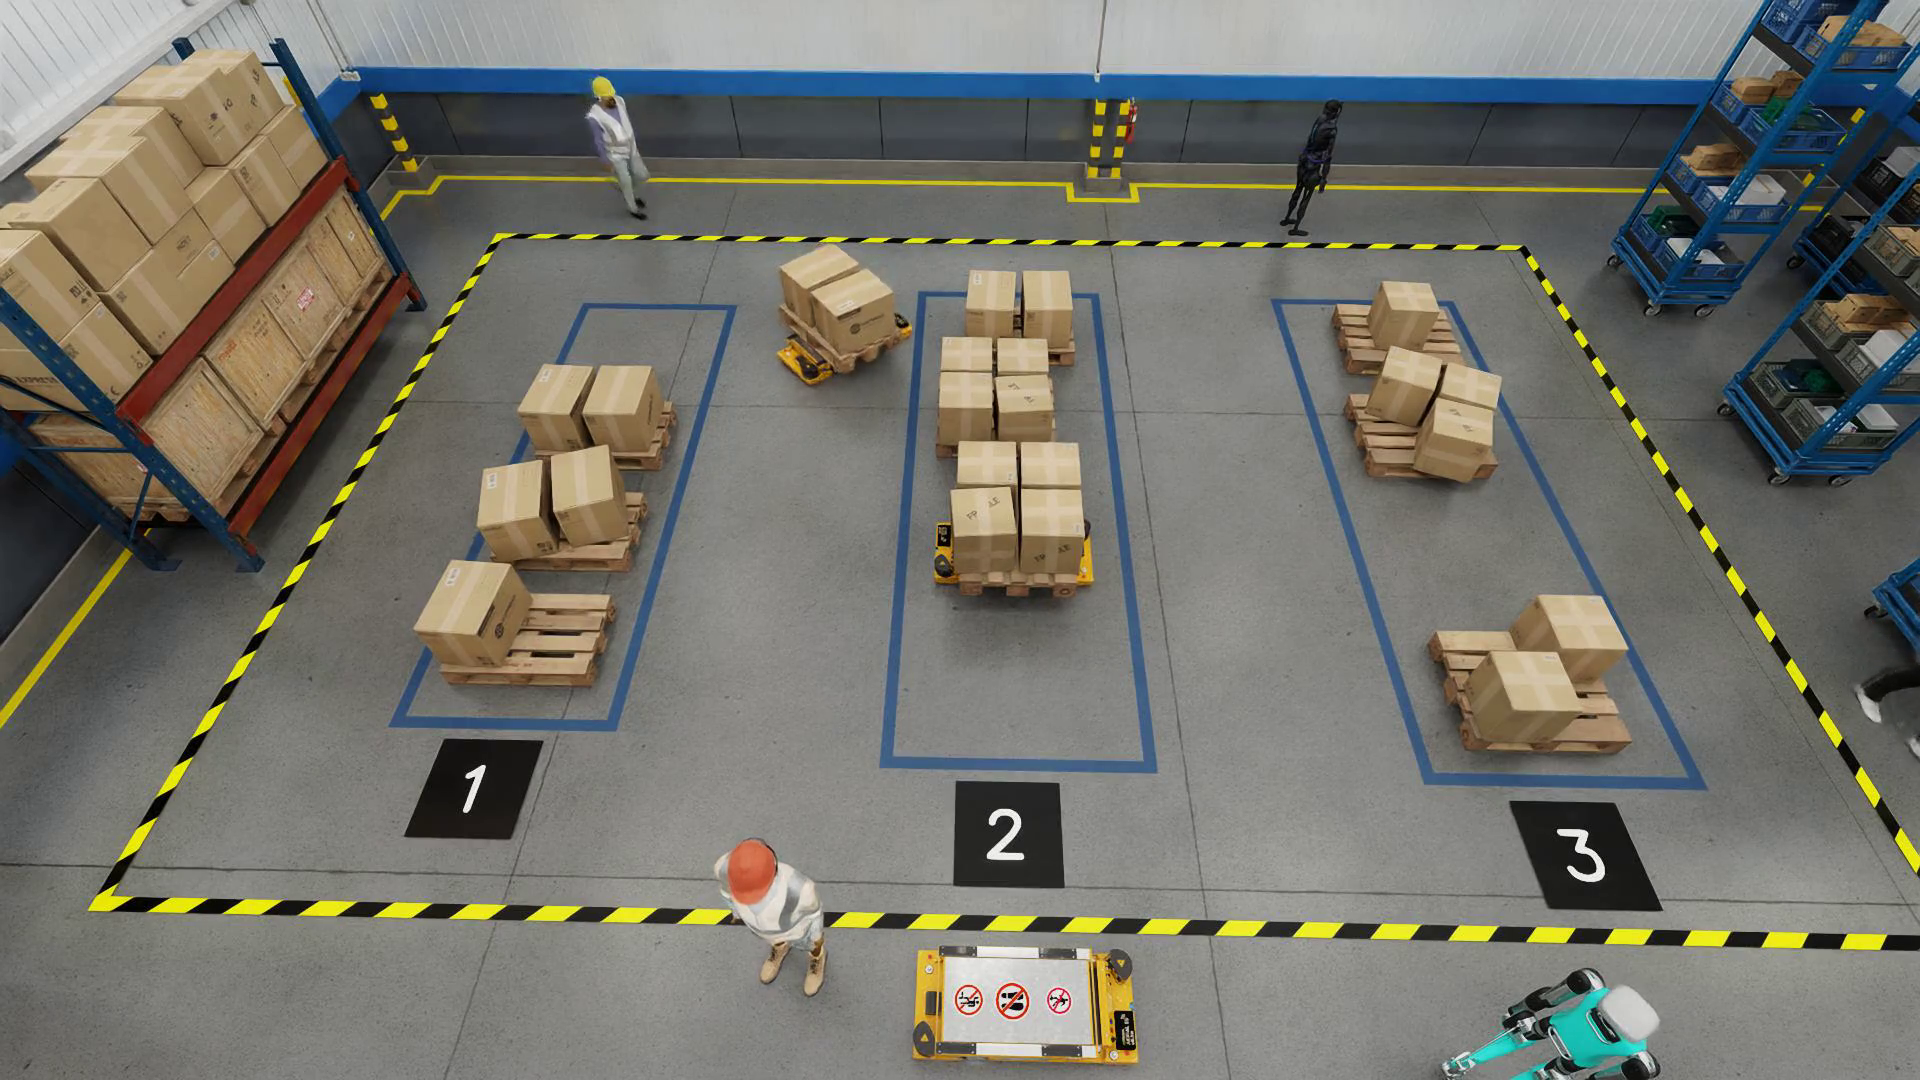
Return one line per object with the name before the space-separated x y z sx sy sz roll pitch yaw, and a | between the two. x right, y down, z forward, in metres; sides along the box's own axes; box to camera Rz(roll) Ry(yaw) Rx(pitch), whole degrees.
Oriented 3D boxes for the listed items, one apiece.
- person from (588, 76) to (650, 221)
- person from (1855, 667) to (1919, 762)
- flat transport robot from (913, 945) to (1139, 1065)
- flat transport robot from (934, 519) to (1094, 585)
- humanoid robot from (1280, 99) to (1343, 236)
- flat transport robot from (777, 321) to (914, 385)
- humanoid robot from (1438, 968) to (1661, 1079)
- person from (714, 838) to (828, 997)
person | -4.218 -4.851 11.434 0.430 1.821 0.615 23 54 18
person | 7.462 1.012 6.663 0.600 1.815 0.887 3 51 3
flat transport robot | 0.422 3.041 6.007 1.431 0.231 0.659 1 51 1
flat transport robot | 0.490 0.087 8.397 1.431 0.197 0.652 1 51 1
humanoid robot | 4.359 -4.610 11.327 0.315 1.655 0.599 -7 51 -6
flat transport robot | -1.287 -2.272 10.320 1.431 0.197 0.652 -32 58 -24
humanoid robot | 3.101 2.889 5.094 0.735 1.681 0.533 -11 52 -9
person | -1.104 2.275 5.484 0.613 2.046 0.359 12 52 10
